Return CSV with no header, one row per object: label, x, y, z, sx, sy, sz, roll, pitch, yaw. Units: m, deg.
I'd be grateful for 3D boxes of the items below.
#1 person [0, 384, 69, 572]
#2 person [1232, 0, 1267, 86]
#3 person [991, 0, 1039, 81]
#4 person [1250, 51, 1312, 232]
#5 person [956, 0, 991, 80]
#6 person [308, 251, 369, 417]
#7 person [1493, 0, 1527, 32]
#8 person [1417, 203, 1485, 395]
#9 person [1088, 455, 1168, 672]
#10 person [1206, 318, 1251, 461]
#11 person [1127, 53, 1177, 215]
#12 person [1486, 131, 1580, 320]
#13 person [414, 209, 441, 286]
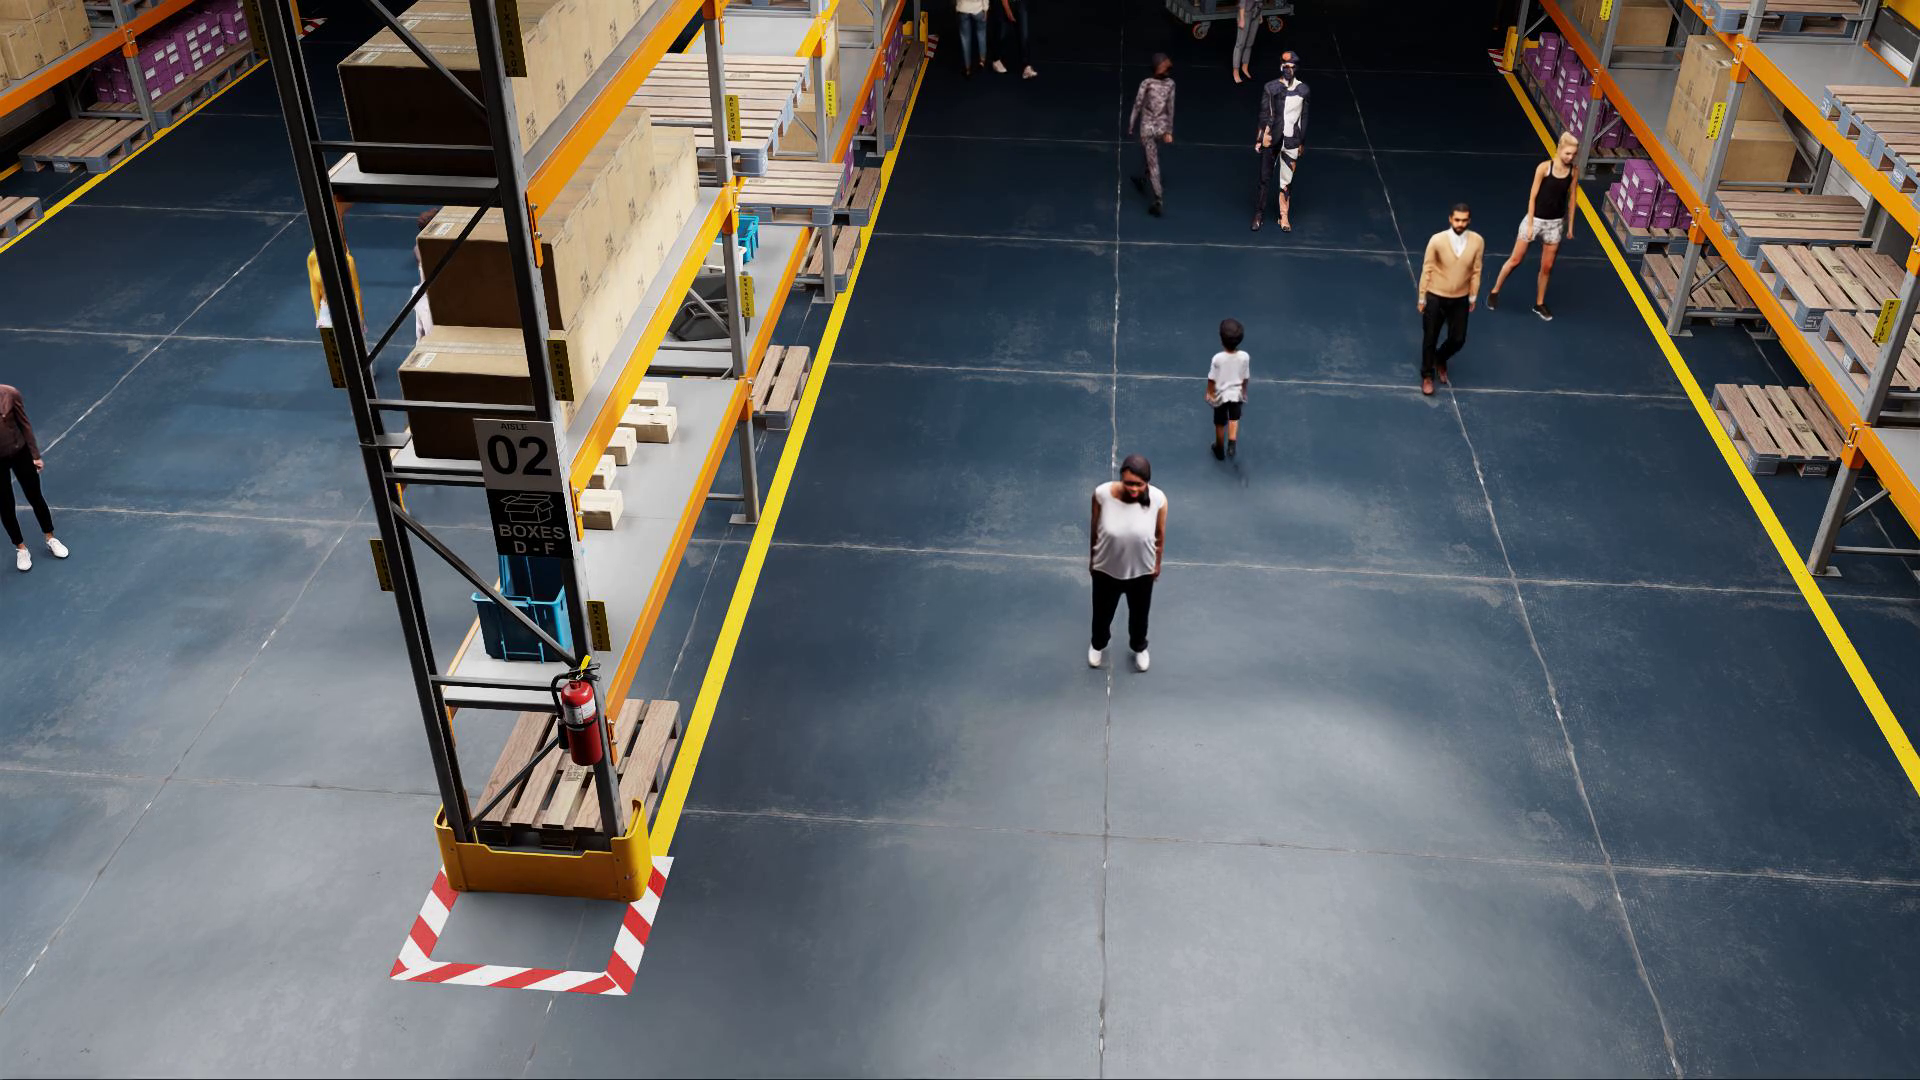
person,-6.996,-0.591,12.207,0.666,1.705,0.721,-24,40,-32
person,3.740,-6.773,21.533,0.699,1.677,0.773,-29,43,-36
person,0.580,-6.912,21.664,1.011,1.764,1.207,-16,37,-23
person,3.364,-4.184,17.442,0.672,1.893,0.572,4,34,6
person,0.136,-6.853,21.667,0.649,1.662,0.851,5,34,7
person,-5.252,-1.938,14.202,0.608,1.740,0.798,2,34,3
person,7.830,-8.034,23.317,0.816,1.803,0.763,-27,42,-34
person,4.239,-2.140,14.500,0.666,1.746,0.672,2,34,3
person,1.107,0.145,11.123,0.667,1.679,0.633,5,34,8
person,2.194,-1.186,13.508,0.566,1.254,0.600,-5,34,-7
person,2.113,-4.332,17.871,0.919,1.666,1.215,-12,35,-17
person,5.528,-2.997,15.705,0.873,1.839,0.773,-2,34,-3
person,-4.329,-1.912,14.060,0.718,1.853,0.692,17,37,24
